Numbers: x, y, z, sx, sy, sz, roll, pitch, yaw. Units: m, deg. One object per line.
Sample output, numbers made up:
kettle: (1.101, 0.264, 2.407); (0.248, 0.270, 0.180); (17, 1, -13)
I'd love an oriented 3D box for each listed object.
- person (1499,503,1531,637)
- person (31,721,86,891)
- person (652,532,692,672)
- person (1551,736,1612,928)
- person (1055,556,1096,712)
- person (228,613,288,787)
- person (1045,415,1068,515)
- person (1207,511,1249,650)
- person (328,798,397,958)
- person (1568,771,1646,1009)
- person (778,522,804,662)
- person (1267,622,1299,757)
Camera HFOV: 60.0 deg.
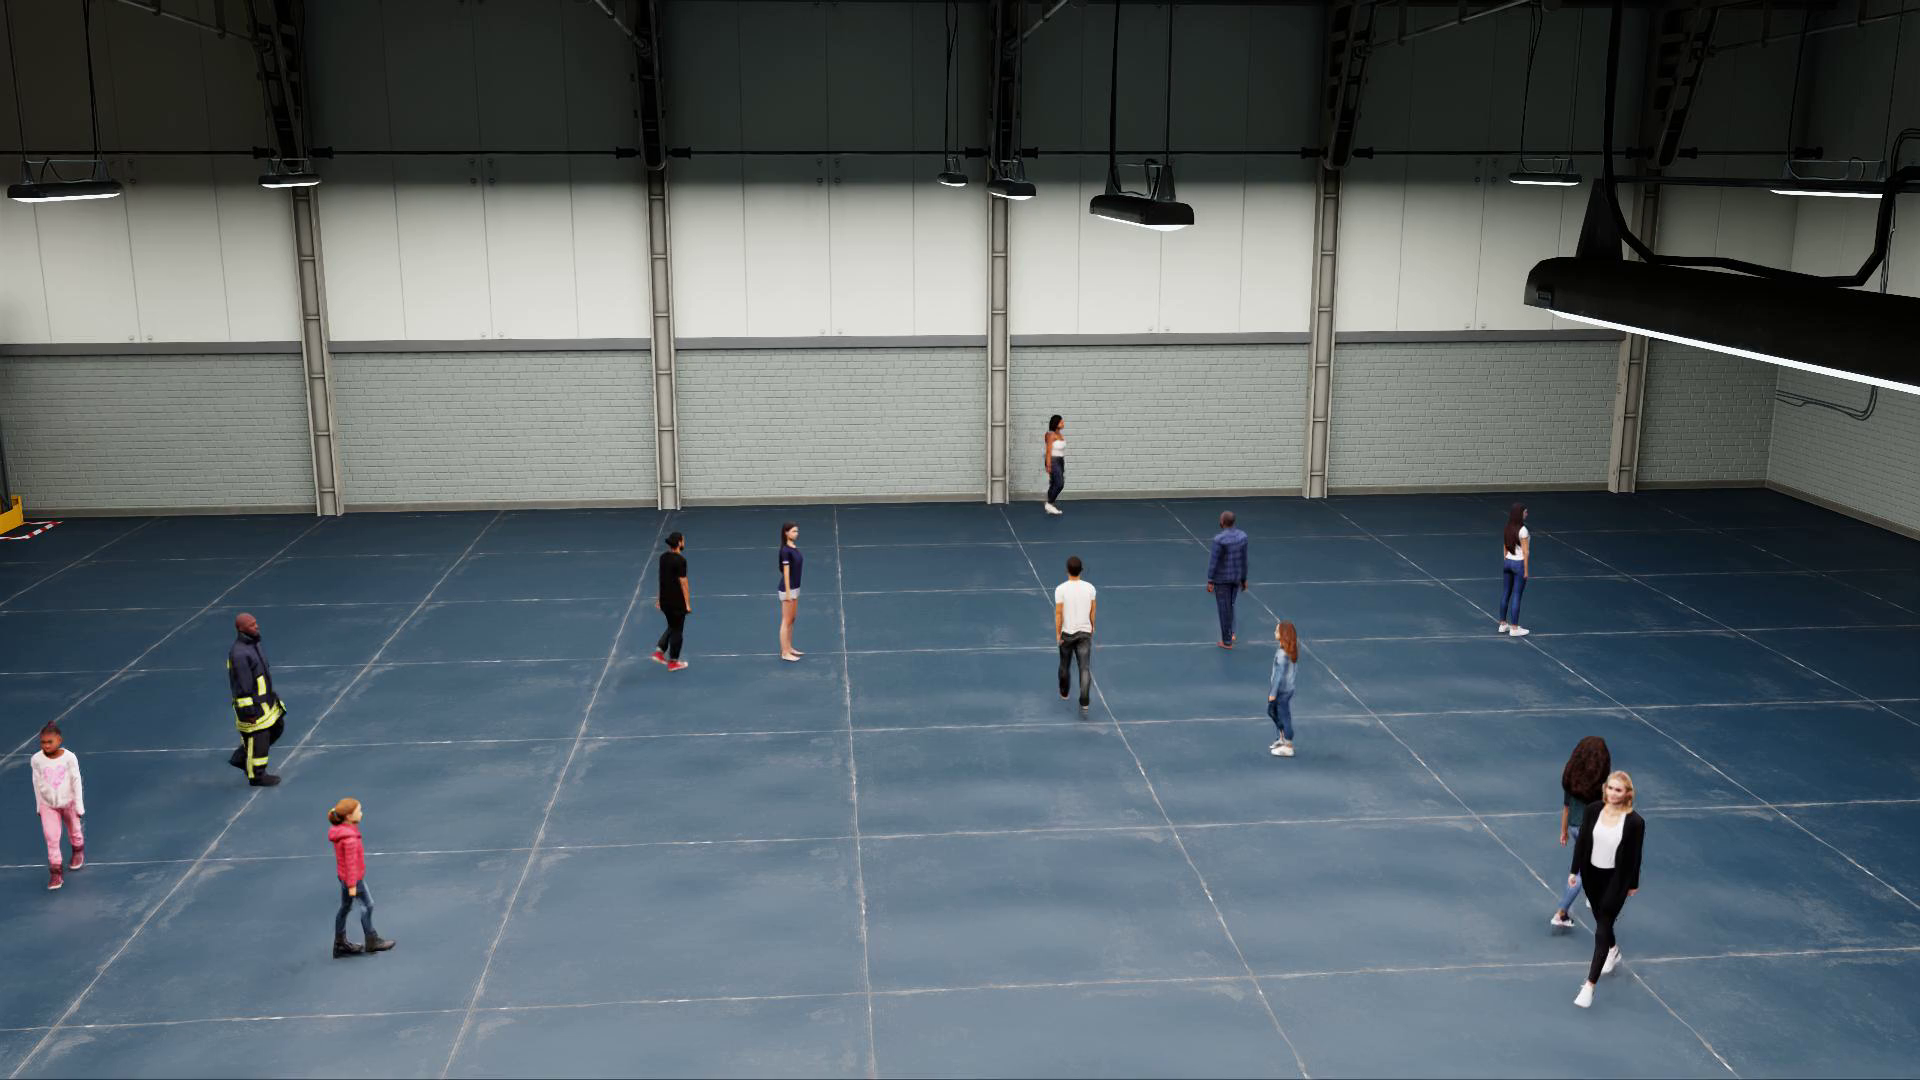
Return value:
person: (7.389, 0.383, 22.164); (0.610, 1.775, 0.645); (-5, 14, -20)
person: (-7.946, 2.295, 14.710); (0.957, 1.413, 0.746); (-4, 13, -15)
person: (-3.610, 0.791, 20.495); (0.884, 1.733, 0.821); (-12, 18, -43)
person: (5.133, 2.442, 13.715); (1.188, 1.574, 0.978); (-9, 16, -35)
person: (1.352, 1.104, 19.066); (1.071, 1.768, 0.699); (-1, 13, -5)
person: (-7.228, 1.607, 16.801); (0.835, 1.811, 0.728); (-1, 13, -5)
person: (1.596, -1.327, 29.500); (0.808, 1.798, 0.782); (6, 14, 25)
person: (3.496, 0.534, 21.435); (0.707, 1.811, 0.846); (-6, 14, -24)
person: (-4.907, 2.700, 13.204); (0.783, 1.303, 0.688); (-8, 15, -30)
person: (4.943, 2.595, 12.665); (1.247, 1.751, 1.112); (-13, 18, -43)
person: (-2.167, 0.632, 21.109); (0.608, 1.766, 0.625); (2, 13, 10)
person: (3.504, 1.589, 17.637); (0.638, 1.468, 0.634); (4, 14, 15)
